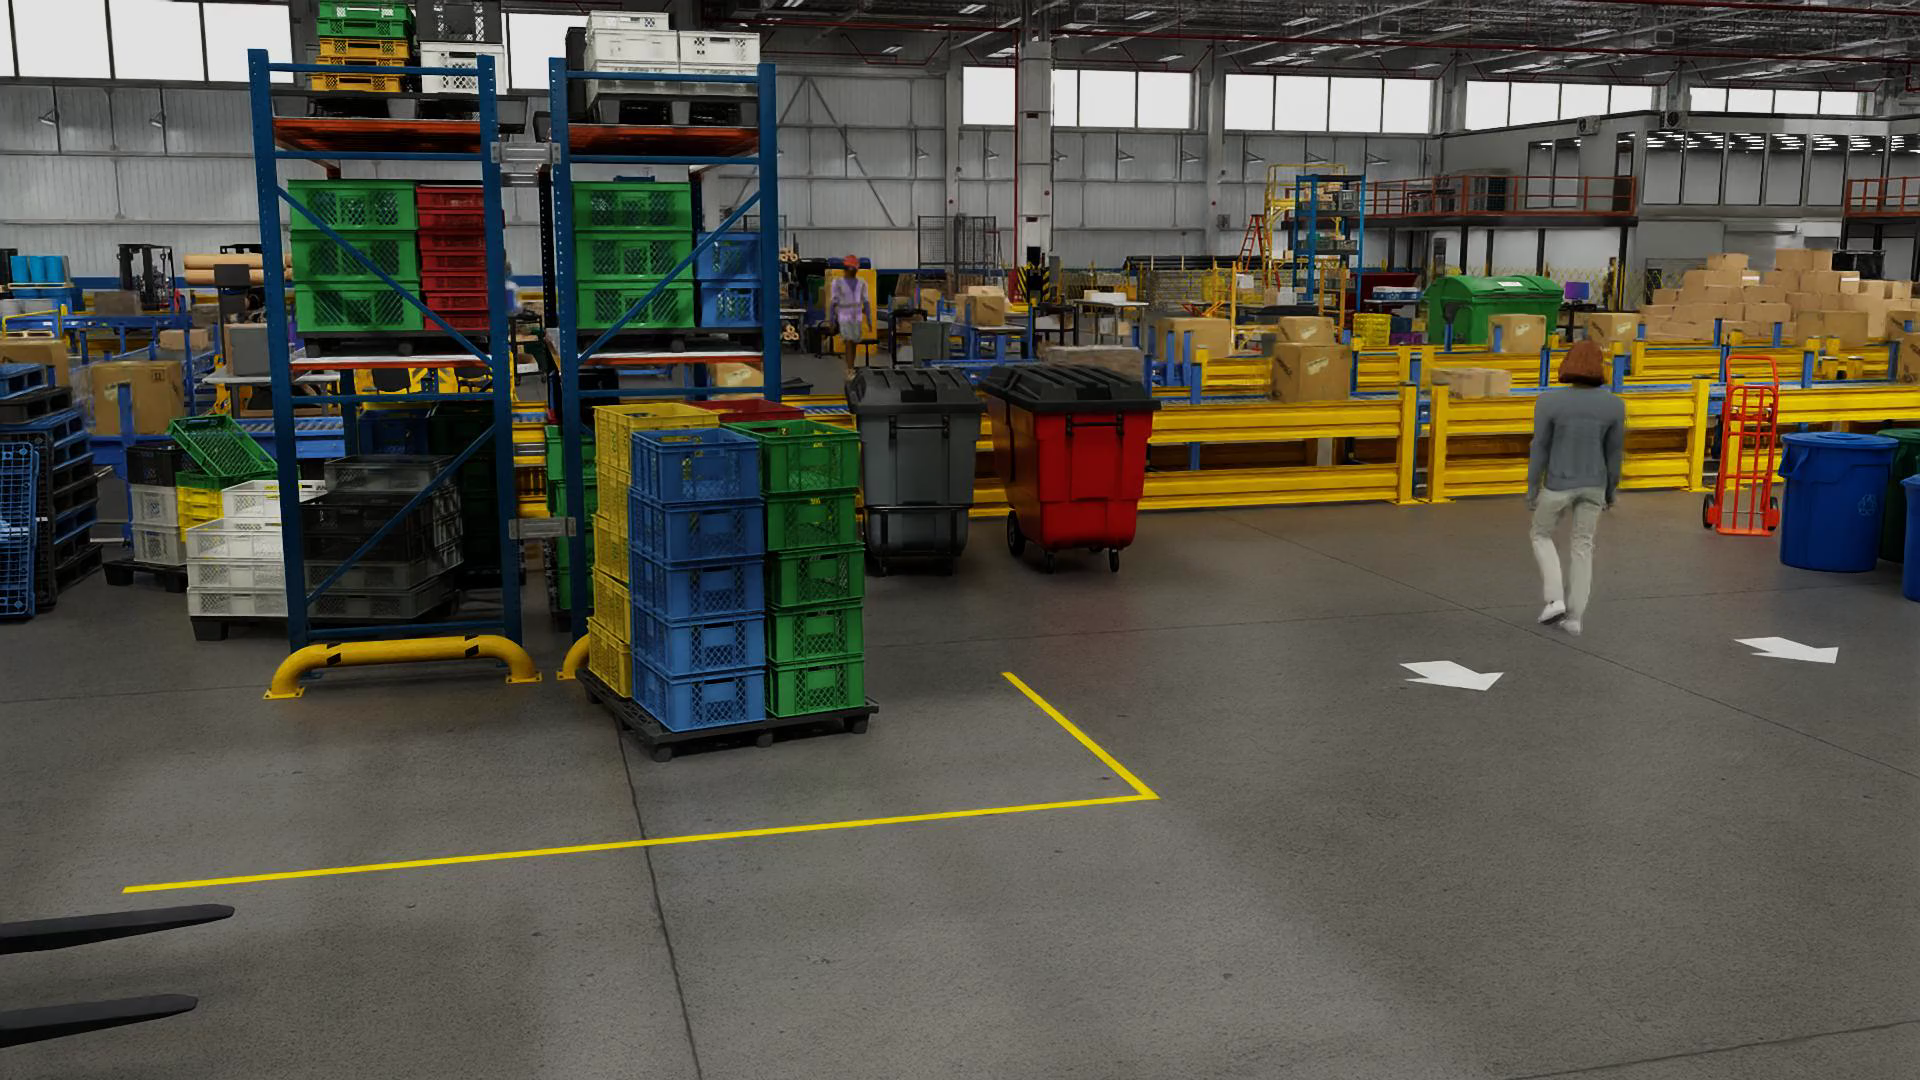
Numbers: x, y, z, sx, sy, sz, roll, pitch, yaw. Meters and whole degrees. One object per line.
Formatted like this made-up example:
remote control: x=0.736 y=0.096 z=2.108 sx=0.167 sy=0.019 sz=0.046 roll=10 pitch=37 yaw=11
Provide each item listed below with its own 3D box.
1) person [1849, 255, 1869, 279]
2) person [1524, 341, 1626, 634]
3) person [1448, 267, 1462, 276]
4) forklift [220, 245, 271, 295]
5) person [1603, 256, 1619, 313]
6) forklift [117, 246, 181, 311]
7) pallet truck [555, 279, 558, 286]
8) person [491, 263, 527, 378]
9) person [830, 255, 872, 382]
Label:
person: x=24.384 y=-6.810 z=45.236 sx=0.588 sy=1.920 sz=0.392 roll=-3 pitch=10 yaw=-17
person: x=3.365 y=-0.286 z=9.153 sx=0.525 sy=1.613 sz=0.366 roll=0 pitch=10 yaw=2
person: x=8.124 y=-3.614 z=27.543 sx=0.609 sy=1.785 sz=0.963 roll=8 pitch=13 yaw=37
forklift: x=-17.749 y=-6.334 z=41.440 sx=1.157 sy=1.987 sz=2.680 roll=-3 pitch=10 yaw=-17
person: x=19.188 y=-7.405 z=48.882 sx=0.525 sy=1.825 sz=0.687 roll=-3 pitch=10 yaw=-17
forklift: x=-19.966 y=-6.232 z=40.894 sx=1.157 sy=1.987 sz=2.680 roll=-3 pitch=10 yaw=-15
pallet truck: x=-10.604 y=-6.375 z=44.520 sx=0.653 sy=1.274 sz=1.630 roll=-3 pitch=10 yaw=-15
person: x=-7.139 y=-3.428 z=26.241 sx=0.643 sy=1.859 sz=0.909 roll=6 pitch=12 yaw=30
person: x=-1.654 y=-3.390 z=25.674 sx=0.632 sy=1.994 sz=0.955 roll=-5 pitch=11 yaw=-27
